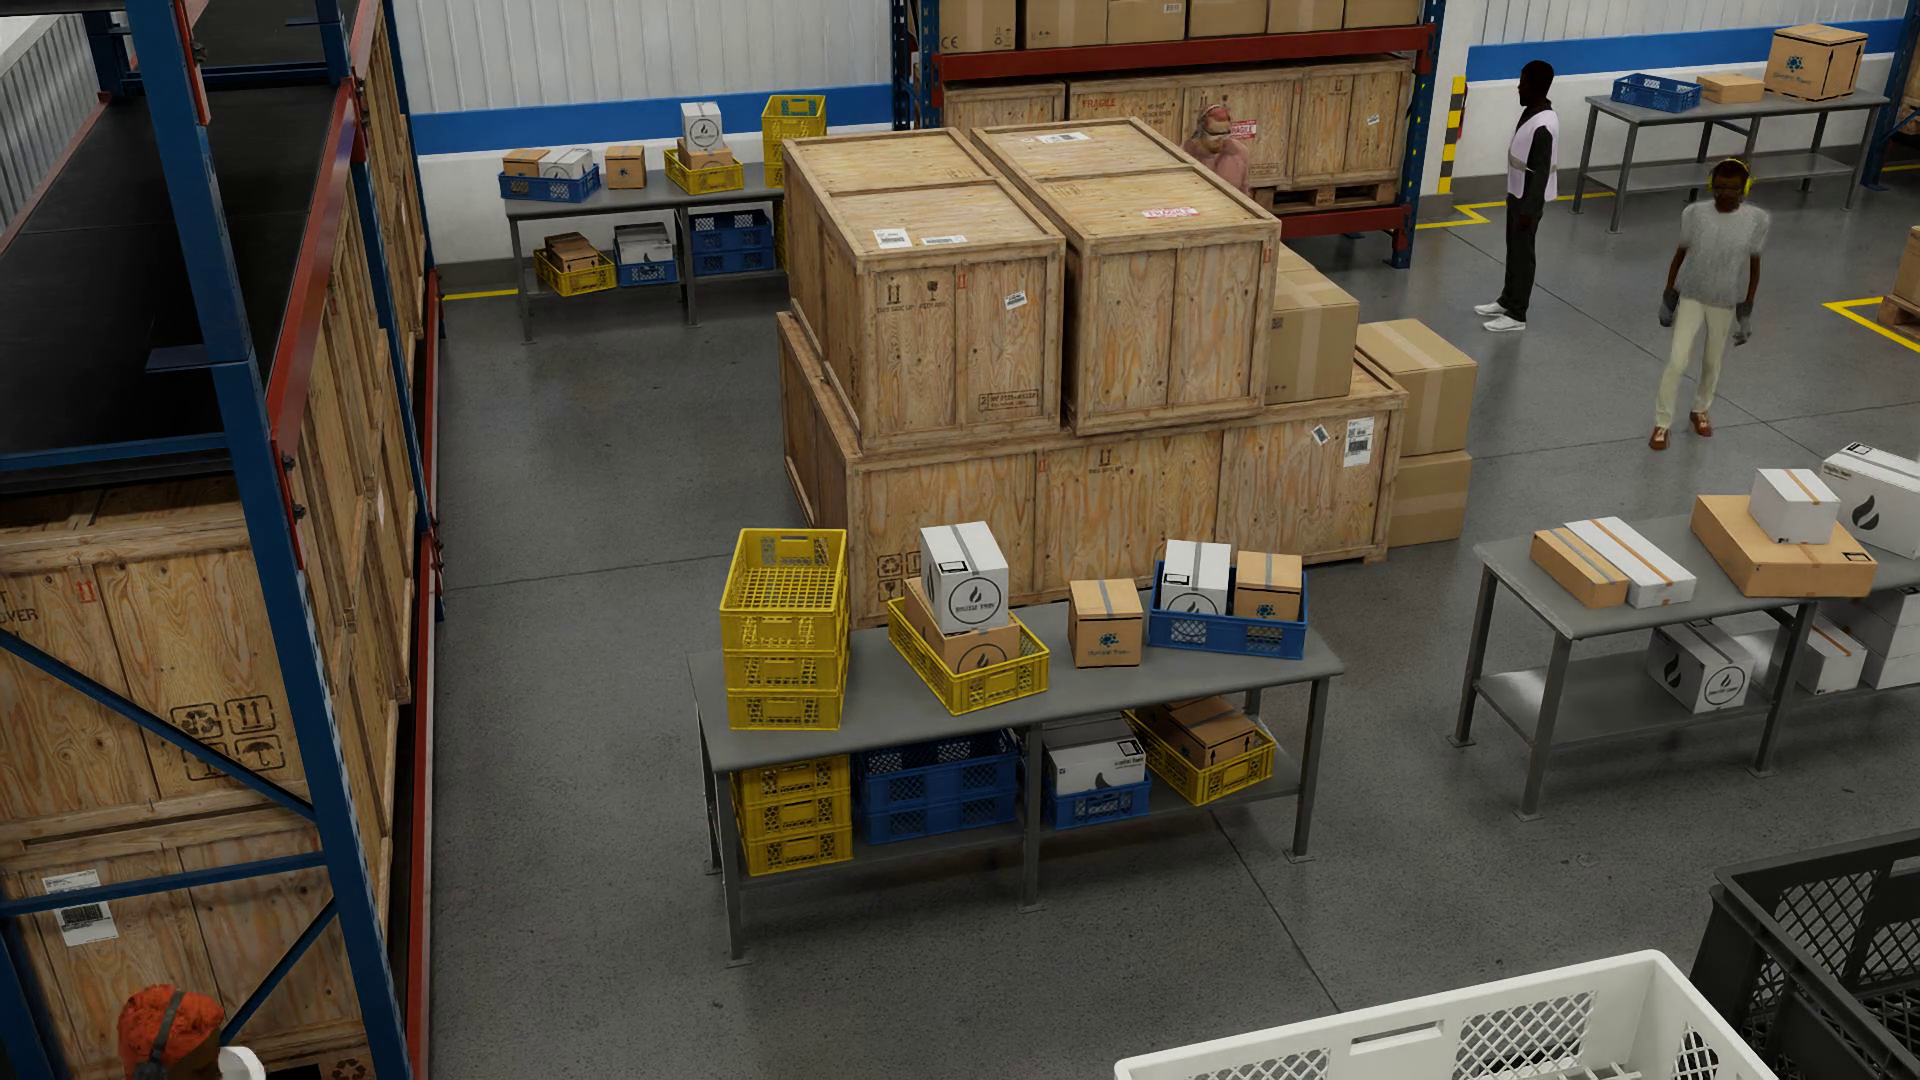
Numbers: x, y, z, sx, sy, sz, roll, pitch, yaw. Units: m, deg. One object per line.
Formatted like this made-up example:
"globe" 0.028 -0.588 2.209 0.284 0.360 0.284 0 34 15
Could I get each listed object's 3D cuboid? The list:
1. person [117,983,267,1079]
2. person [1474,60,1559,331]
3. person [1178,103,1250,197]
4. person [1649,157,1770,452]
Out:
"person" -1.978 1.856 4.099 0.419 1.846 0.735 25 37 37
"person" 4.017 -2.431 11.810 0.399 1.916 0.590 4 29 7
"person" 1.579 -1.955 10.979 0.672 1.886 0.430 -10 30 -17
"person" 4.576 -1.462 10.171 0.529 1.824 0.698 12 31 21
